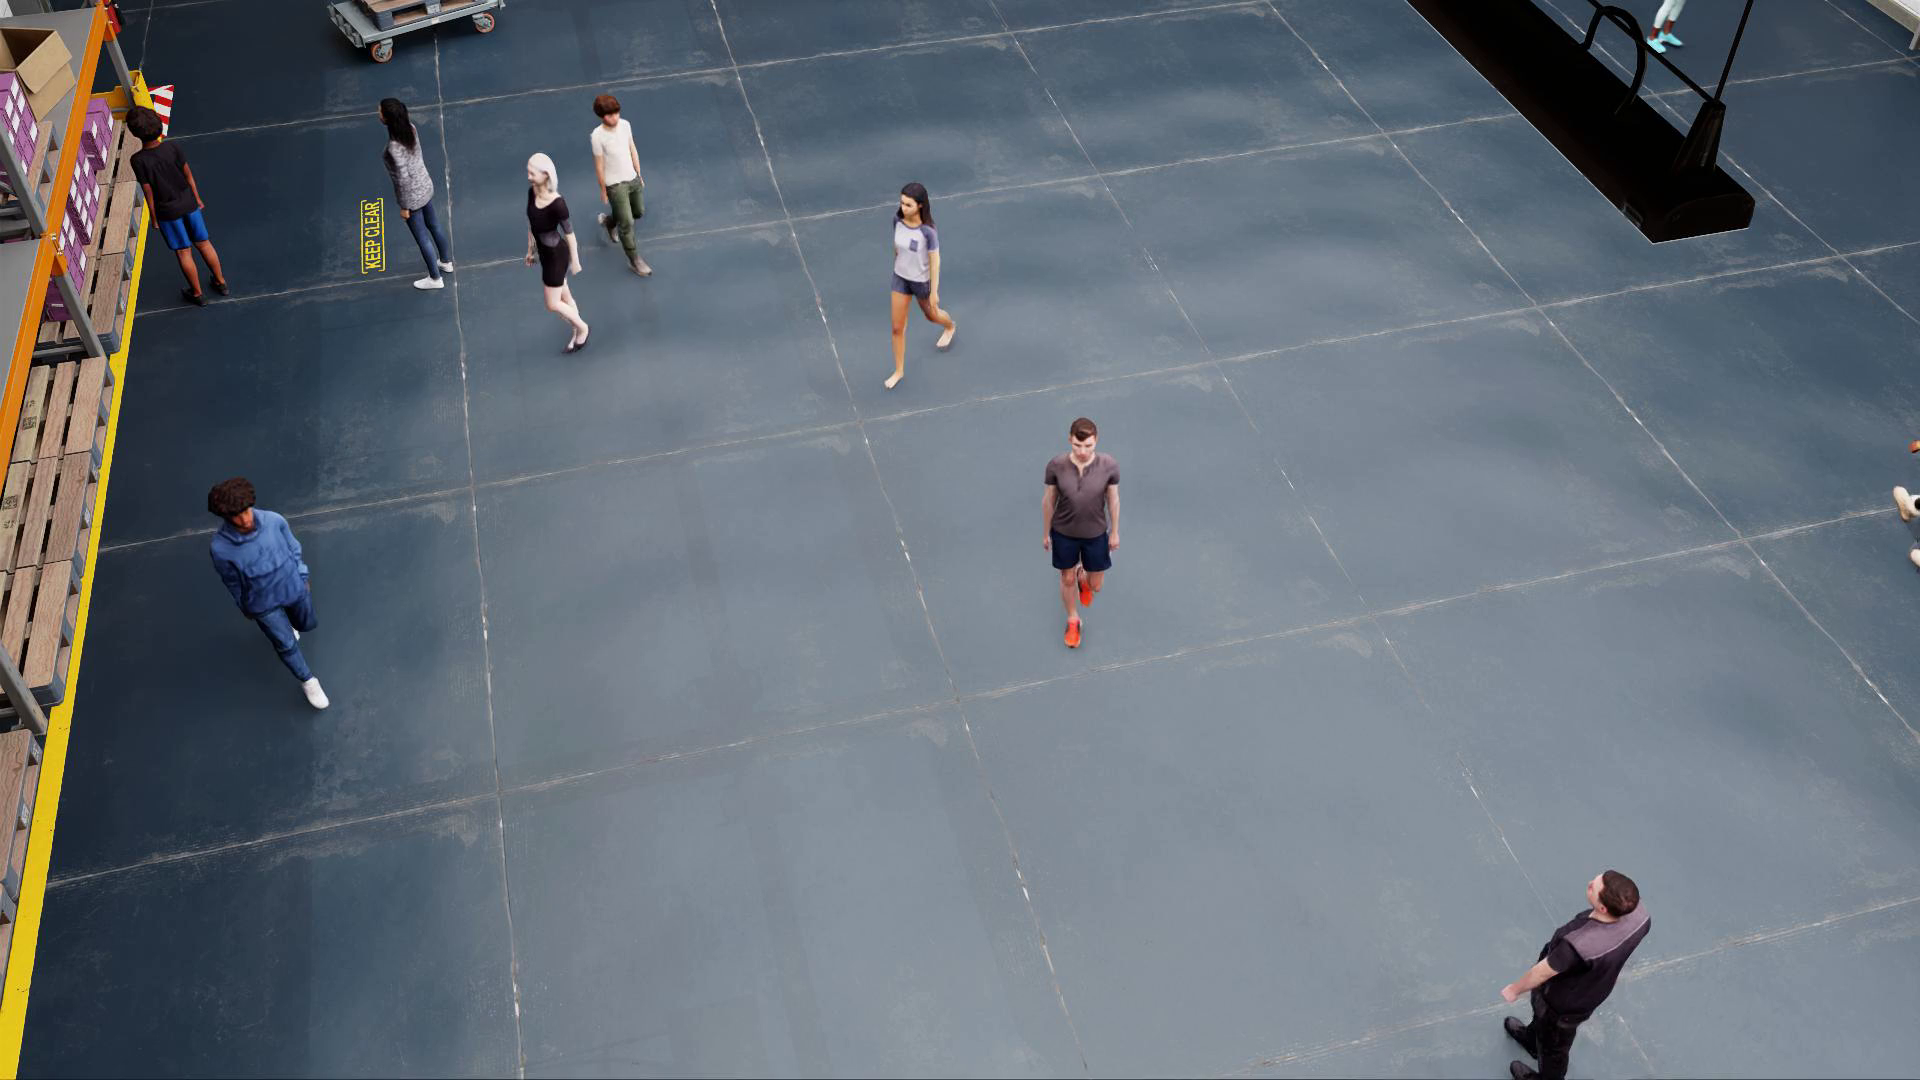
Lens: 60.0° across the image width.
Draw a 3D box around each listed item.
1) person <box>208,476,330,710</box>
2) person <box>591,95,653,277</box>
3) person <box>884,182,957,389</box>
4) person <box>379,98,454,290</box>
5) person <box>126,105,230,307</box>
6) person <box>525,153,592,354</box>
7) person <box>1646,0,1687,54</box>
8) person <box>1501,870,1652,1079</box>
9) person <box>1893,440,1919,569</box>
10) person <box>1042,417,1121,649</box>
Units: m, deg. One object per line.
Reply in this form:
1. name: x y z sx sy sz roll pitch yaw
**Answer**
1. person: -4.415 0.276 10.582 0.947 1.788 1.111 -32 52 -29
2. person: -2.948 -3.076 14.208 1.018 1.641 0.875 32 52 29
3. person: -0.295 -2.068 13.107 1.095 1.699 1.115 24 49 23
4. person: -4.586 -2.922 13.980 0.748 1.732 0.597 6 44 6
5. person: -6.495 -2.761 13.763 0.743 1.798 0.712 31 52 28
6. person: -3.158 -2.286 13.249 0.760 1.819 0.673 -33 53 -30
7. person: 7.446 -5.869 17.082 0.645 1.719 0.646 -30 51 -28
8. person: 3.155 2.320 8.406 0.857 1.830 0.873 -29 51 -27
9. person: 6.921 -0.468 11.485 0.725 1.620 1.128 -3 44 -4
10. person: 0.800 -0.117 10.954 0.825 1.844 0.916 3 44 3
